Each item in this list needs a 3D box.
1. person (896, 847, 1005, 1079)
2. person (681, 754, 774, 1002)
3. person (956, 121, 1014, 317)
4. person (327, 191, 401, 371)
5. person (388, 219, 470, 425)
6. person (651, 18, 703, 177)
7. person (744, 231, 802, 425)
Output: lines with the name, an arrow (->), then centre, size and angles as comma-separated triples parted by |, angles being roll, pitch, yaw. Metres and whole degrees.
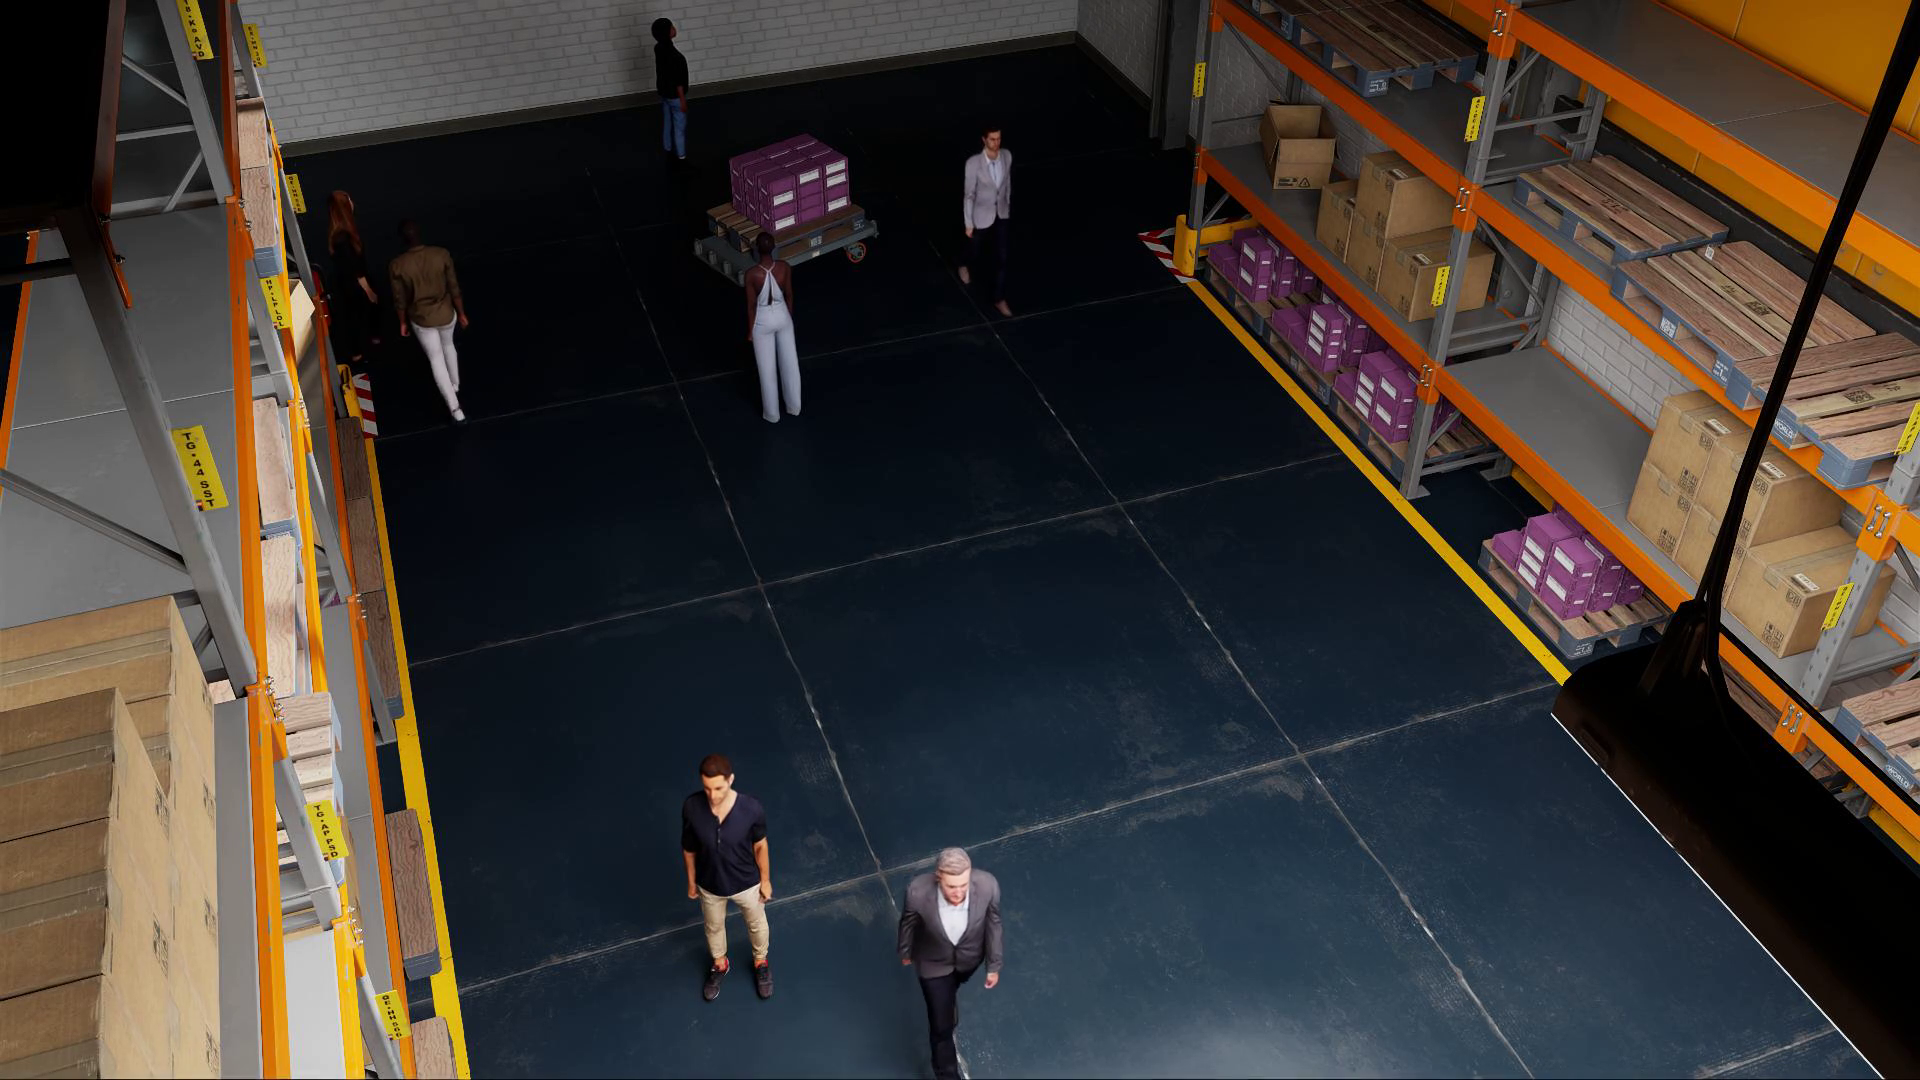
person -> -0.059, 2.190, 8.993 | 0.782, 1.778, 1.251 | -7, 39, -9
person -> -1.294, 1.878, 9.318 | 0.692, 1.859, 0.637 | -1, 39, -1
person -> 0.219, -3.051, 15.520 | 0.732, 1.823, 1.152 | -17, 42, -20
person -> -5.427, -2.247, 14.614 | 0.690, 1.697, 0.603 | -10, 40, -12
person -> -4.411, -1.812, 13.989 | 0.874, 1.798, 1.199 | -21, 43, -24
person -> -3.067, -4.722, 17.710 | 0.697, 1.701, 0.575 | -26, 45, -29
person -> -1.578, -1.781, 13.962 | 0.618, 1.783, 0.542 | -21, 43, -24
